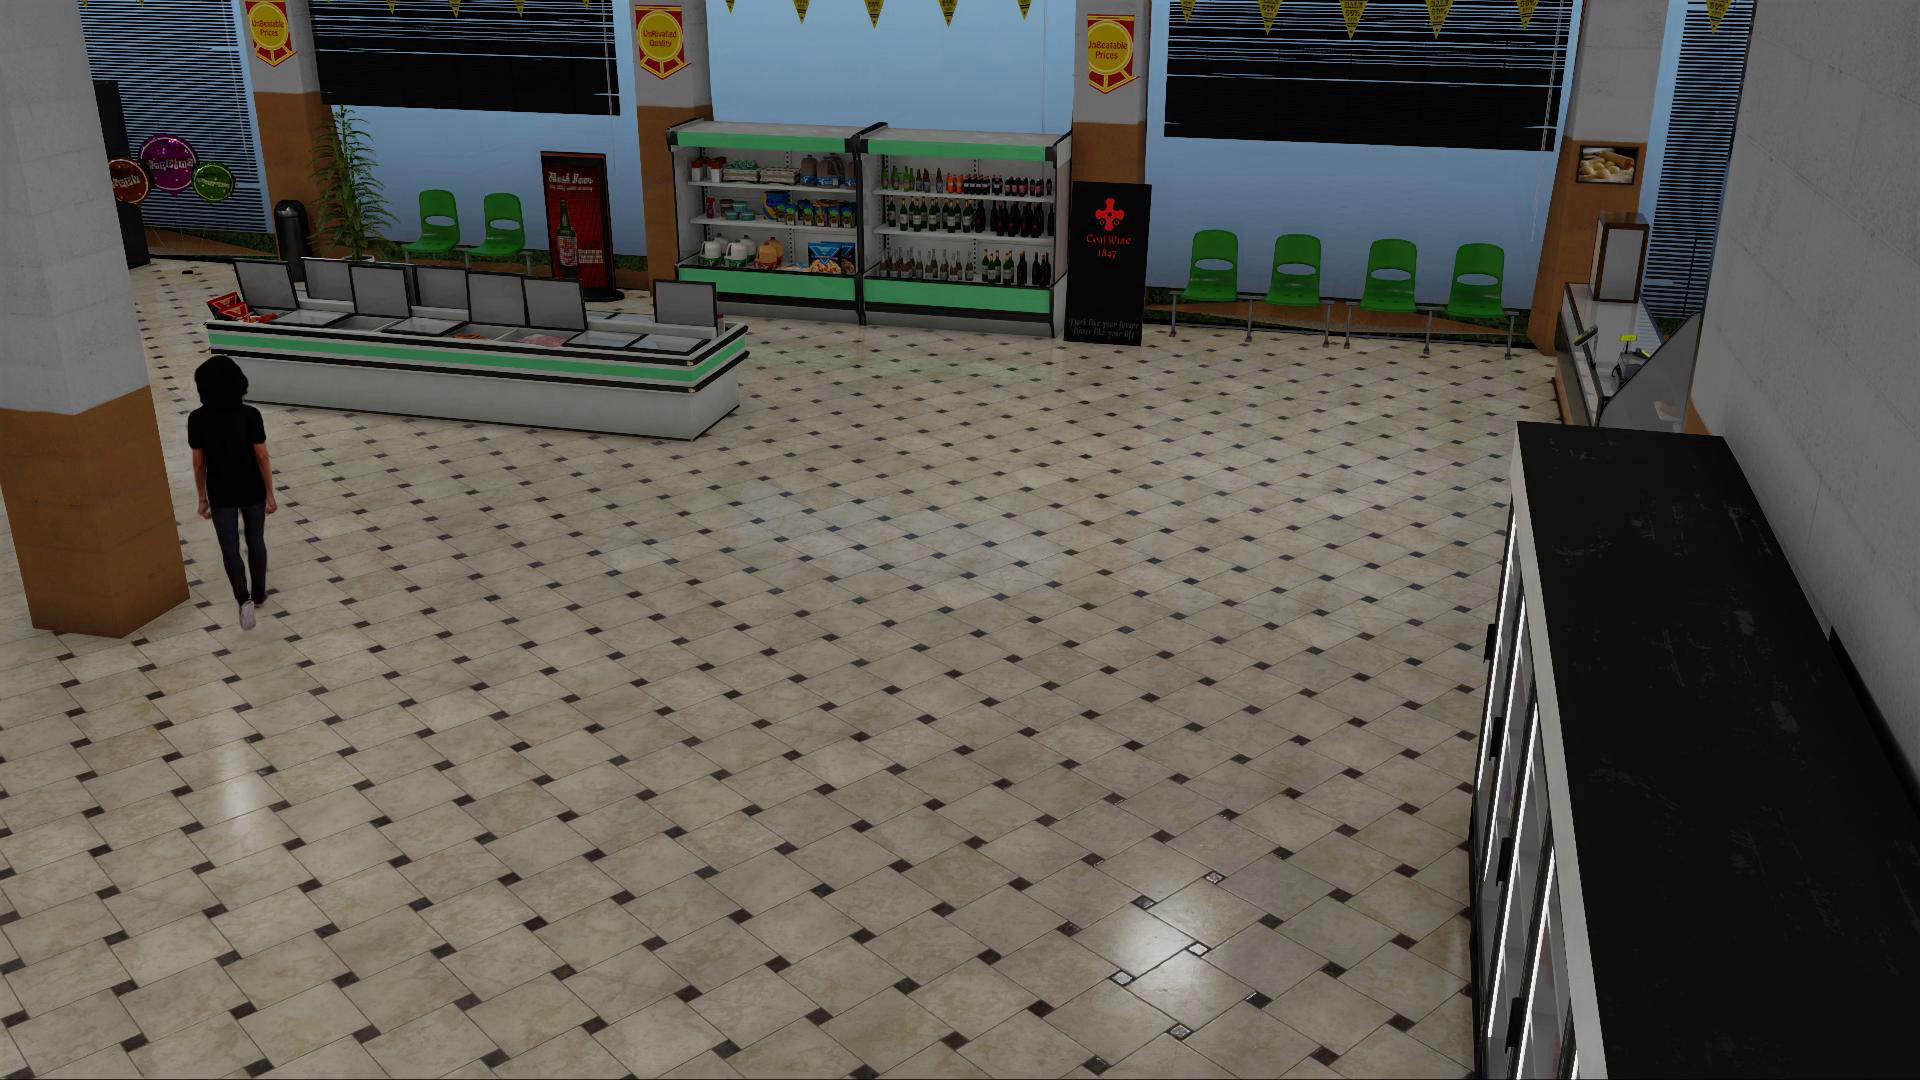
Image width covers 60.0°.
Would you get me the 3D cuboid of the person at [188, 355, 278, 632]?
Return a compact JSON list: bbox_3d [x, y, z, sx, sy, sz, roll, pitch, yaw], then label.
[{"bbox_3d":[-4.784,-0.270,10.971,1.074,1.761,1.084,-9,24,-21],"label":"person"}]
